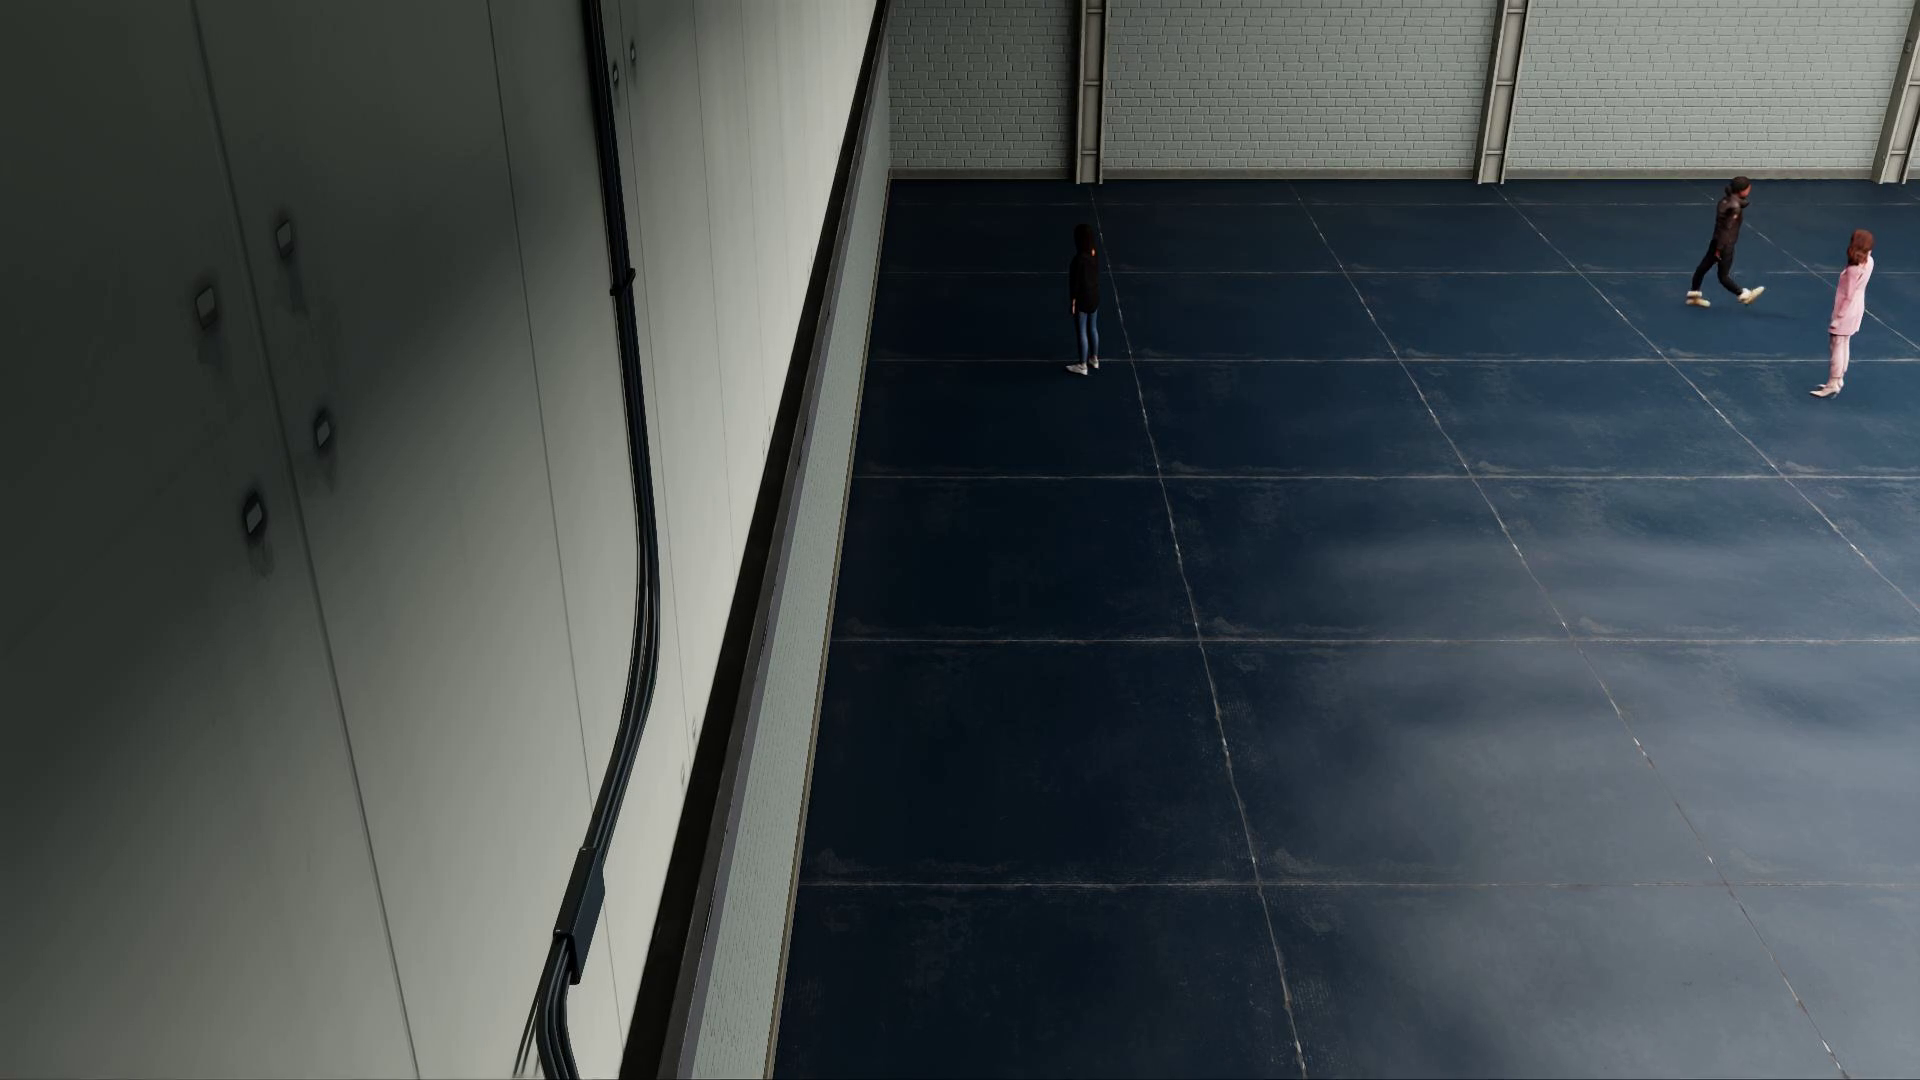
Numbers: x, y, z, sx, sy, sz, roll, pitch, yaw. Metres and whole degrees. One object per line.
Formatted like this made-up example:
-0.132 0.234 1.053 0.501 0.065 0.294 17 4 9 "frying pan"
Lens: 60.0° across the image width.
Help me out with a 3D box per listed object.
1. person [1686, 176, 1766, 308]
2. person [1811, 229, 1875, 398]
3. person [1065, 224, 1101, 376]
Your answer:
9.139 -3.480 19.630 1.034 1.644 0.686 3 28 5 "person"
9.261 -2.357 17.355 0.682 1.801 0.745 -25 37 -38 "person"
1.364 -2.621 18.019 0.684 1.643 0.642 19 34 32 "person"
